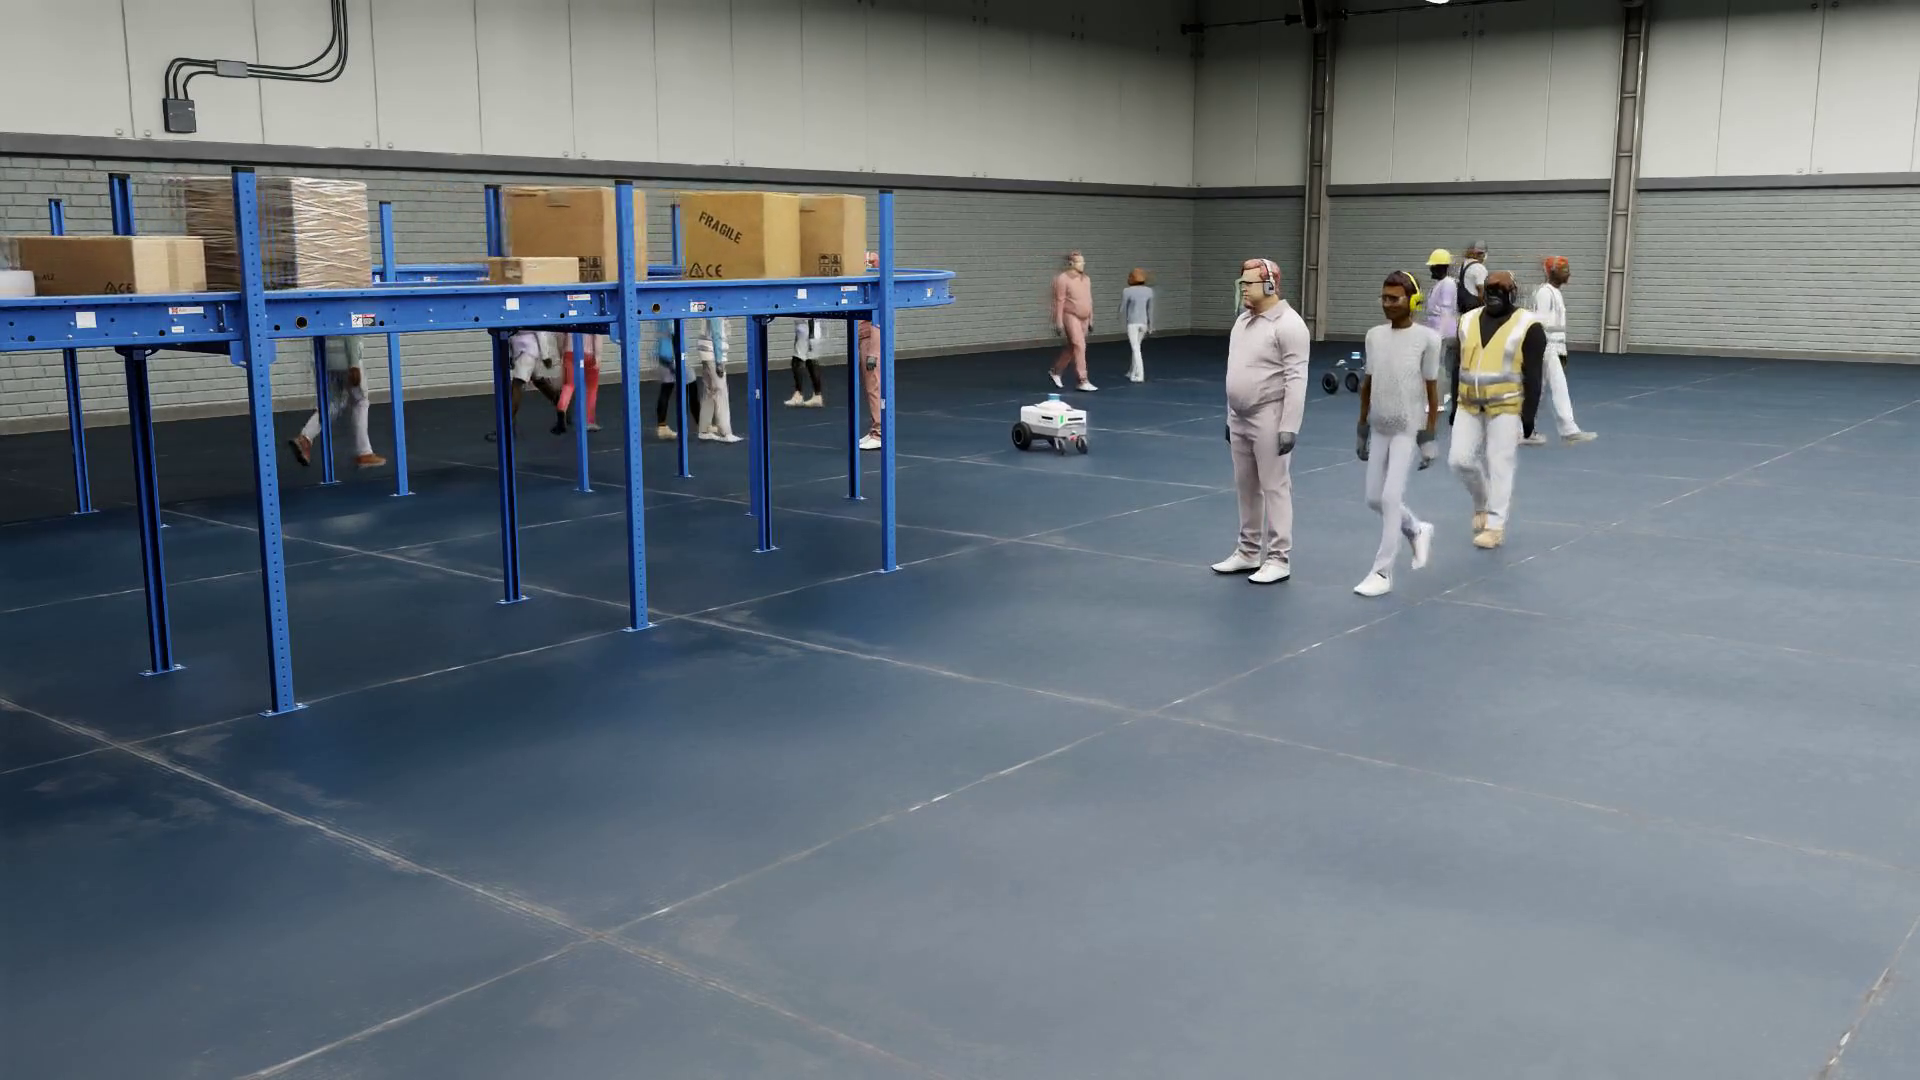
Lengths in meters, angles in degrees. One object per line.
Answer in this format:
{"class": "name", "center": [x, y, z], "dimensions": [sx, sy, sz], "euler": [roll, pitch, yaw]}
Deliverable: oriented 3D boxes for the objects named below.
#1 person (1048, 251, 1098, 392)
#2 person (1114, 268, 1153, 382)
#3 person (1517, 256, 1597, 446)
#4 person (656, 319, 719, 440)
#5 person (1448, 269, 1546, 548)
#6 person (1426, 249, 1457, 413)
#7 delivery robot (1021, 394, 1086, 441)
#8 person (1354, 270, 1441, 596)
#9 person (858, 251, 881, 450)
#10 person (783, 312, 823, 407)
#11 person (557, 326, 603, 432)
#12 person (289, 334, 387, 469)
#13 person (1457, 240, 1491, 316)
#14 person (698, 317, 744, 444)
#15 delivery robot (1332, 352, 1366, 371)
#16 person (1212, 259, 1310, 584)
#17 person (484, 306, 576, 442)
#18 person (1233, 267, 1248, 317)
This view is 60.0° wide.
{"class": "person", "center": [1.522, -2.970, 22.515], "dimensions": [0.897, 1.873, 0.649], "euler": [9, 14, 41]}
{"class": "person", "center": [2.476, -3.079, 23.871], "dimensions": [0.514, 1.605, 0.754], "euler": [-6, 12, -29]}
{"class": "person", "center": [5.933, -1.849, 16.356], "dimensions": [0.869, 1.850, 0.606], "euler": [5, 11, 25]}
{"class": "person", "center": [-2.779, -1.861, 16.905], "dimensions": [0.715, 1.674, 0.556], "euler": [-5, 11, -25]}
{"class": "person", "center": [3.520, -0.866, 10.982], "dimensions": [0.446, 1.827, 0.643], "euler": [-10, 14, -43]}
{"class": "person", "center": [5.608, -2.440, 19.473], "dimensions": [0.439, 1.912, 0.590], "euler": [0, 10, 0]}
{"class": "delivery robot", "center": [0.903, -1.168, 16.048], "dimensions": [0.477, 0.478, 0.707], "euler": [-7, 12, -33]}
{"class": "person", "center": [2.541, -0.629, 9.610], "dimensions": [0.711, 1.851, 0.529], "euler": [-8, 13, -39]}
{"class": "person", "center": [-0.884, -1.839, 16.163], "dimensions": [0.403, 1.906, 0.651], "euler": [-1, 10, -5]}
{"class": "person", "center": [-1.949, -2.439, 20.115], "dimensions": [0.632, 1.672, 0.547], "euler": [-2, 10, -11]}
{"class": "person", "center": [-3.978, -1.961, 17.335], "dimensions": [0.547, 1.727, 0.731], "euler": [2, 10, 9]}
{"class": "person", "center": [-5.504, -1.571, 14.630], "dimensions": [0.626, 1.924, 0.761], "euler": [8, 13, 38]}
{"class": "person", "center": [8.148, -3.707, 26.259], "dimensions": [0.536, 2.000, 0.712], "euler": [-1, 10, -8]}
{"class": "person", "center": [-2.407, -1.778, 16.631], "dimensions": [0.513, 1.617, 0.524], "euler": [-2, 10, -12]}
{"class": "delivery robot", "center": [5.225, -2.369, 21.981], "dimensions": [0.335, 0.223, 0.698], "euler": [-6, 12, -30]}
{"class": "person", "center": [1.768, -0.705, 9.879], "dimensions": [0.402, 1.906, 0.652], "euler": [-5, 11, -25]}
{"class": "person", "center": [-4.414, -1.965, 17.083], "dimensions": [0.569, 1.848, 1.148], "euler": [9, 14, 42]}
{"class": "person", "center": [5.000, -4.004, 28.915], "dimensions": [0.501, 1.633, 0.279], "euler": [-1, 10, -3]}
